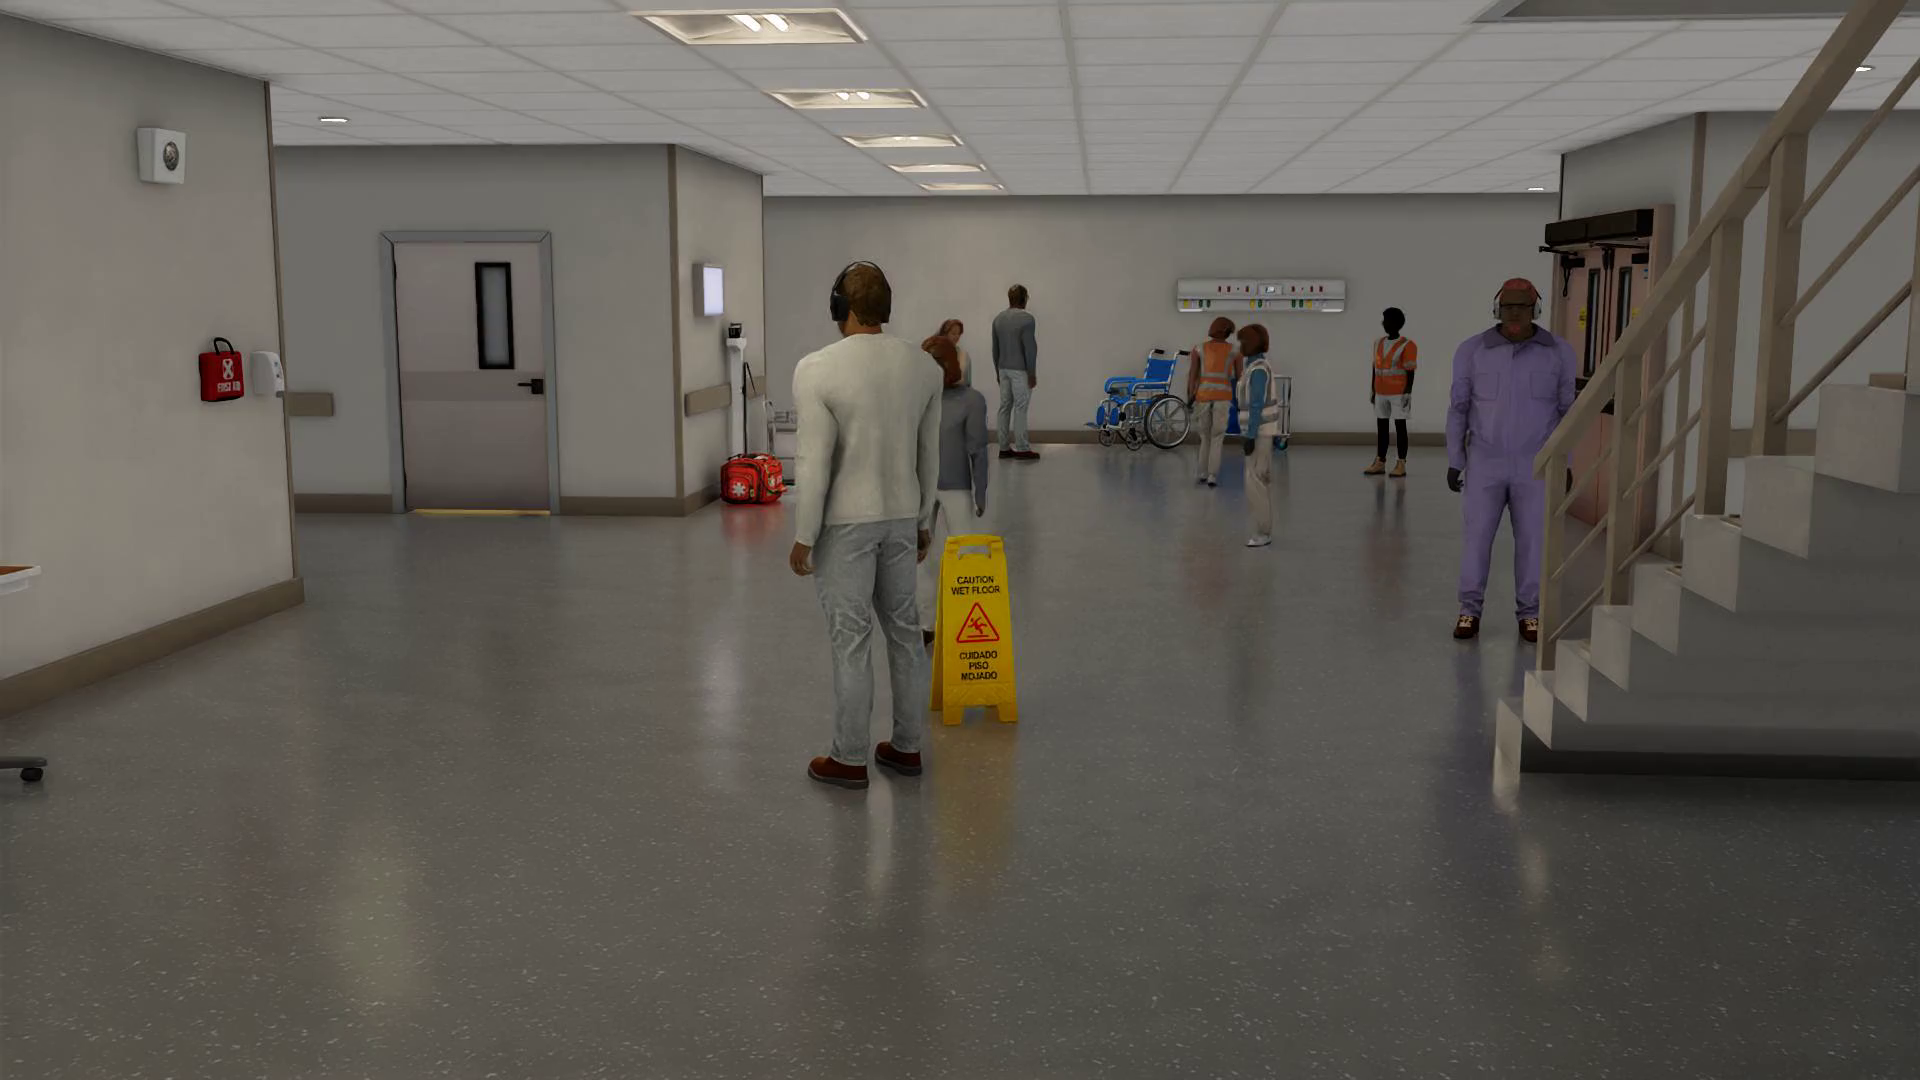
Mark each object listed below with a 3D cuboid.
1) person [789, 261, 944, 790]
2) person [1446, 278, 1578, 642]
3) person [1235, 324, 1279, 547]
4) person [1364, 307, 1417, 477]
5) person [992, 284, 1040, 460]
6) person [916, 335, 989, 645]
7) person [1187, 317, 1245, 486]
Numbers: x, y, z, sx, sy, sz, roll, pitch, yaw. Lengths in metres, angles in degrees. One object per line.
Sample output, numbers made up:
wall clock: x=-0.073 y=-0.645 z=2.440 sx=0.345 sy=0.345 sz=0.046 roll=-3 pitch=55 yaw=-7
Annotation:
person: x=-0.352 y=-0.051 z=6.153 sx=0.627 sy=1.940 sz=0.372 roll=-6 pitch=10 yaw=-37
person: x=2.888 y=-0.414 z=8.736 sx=0.655 sy=1.905 sz=0.407 roll=2 pitch=9 yaw=15
person: x=2.162 y=-0.768 z=12.147 sx=0.321 sy=1.611 sz=0.645 roll=1 pitch=8 yaw=8
person: x=4.328 y=-1.478 z=16.671 sx=0.322 sy=1.697 sz=0.534 roll=-6 pitch=10 yaw=-34
person: x=0.615 y=-1.853 z=18.409 sx=0.379 sy=1.940 sz=0.629 roll=-7 pitch=11 yaw=-40
person: x=-0.079 y=-0.256 z=8.652 sx=0.508 sy=1.622 sz=0.579 roll=3 pitch=9 yaw=19
person: x=2.453 y=-1.327 z=15.943 sx=0.533 sy=1.605 sz=0.720 roll=3 pitch=9 yaw=18
